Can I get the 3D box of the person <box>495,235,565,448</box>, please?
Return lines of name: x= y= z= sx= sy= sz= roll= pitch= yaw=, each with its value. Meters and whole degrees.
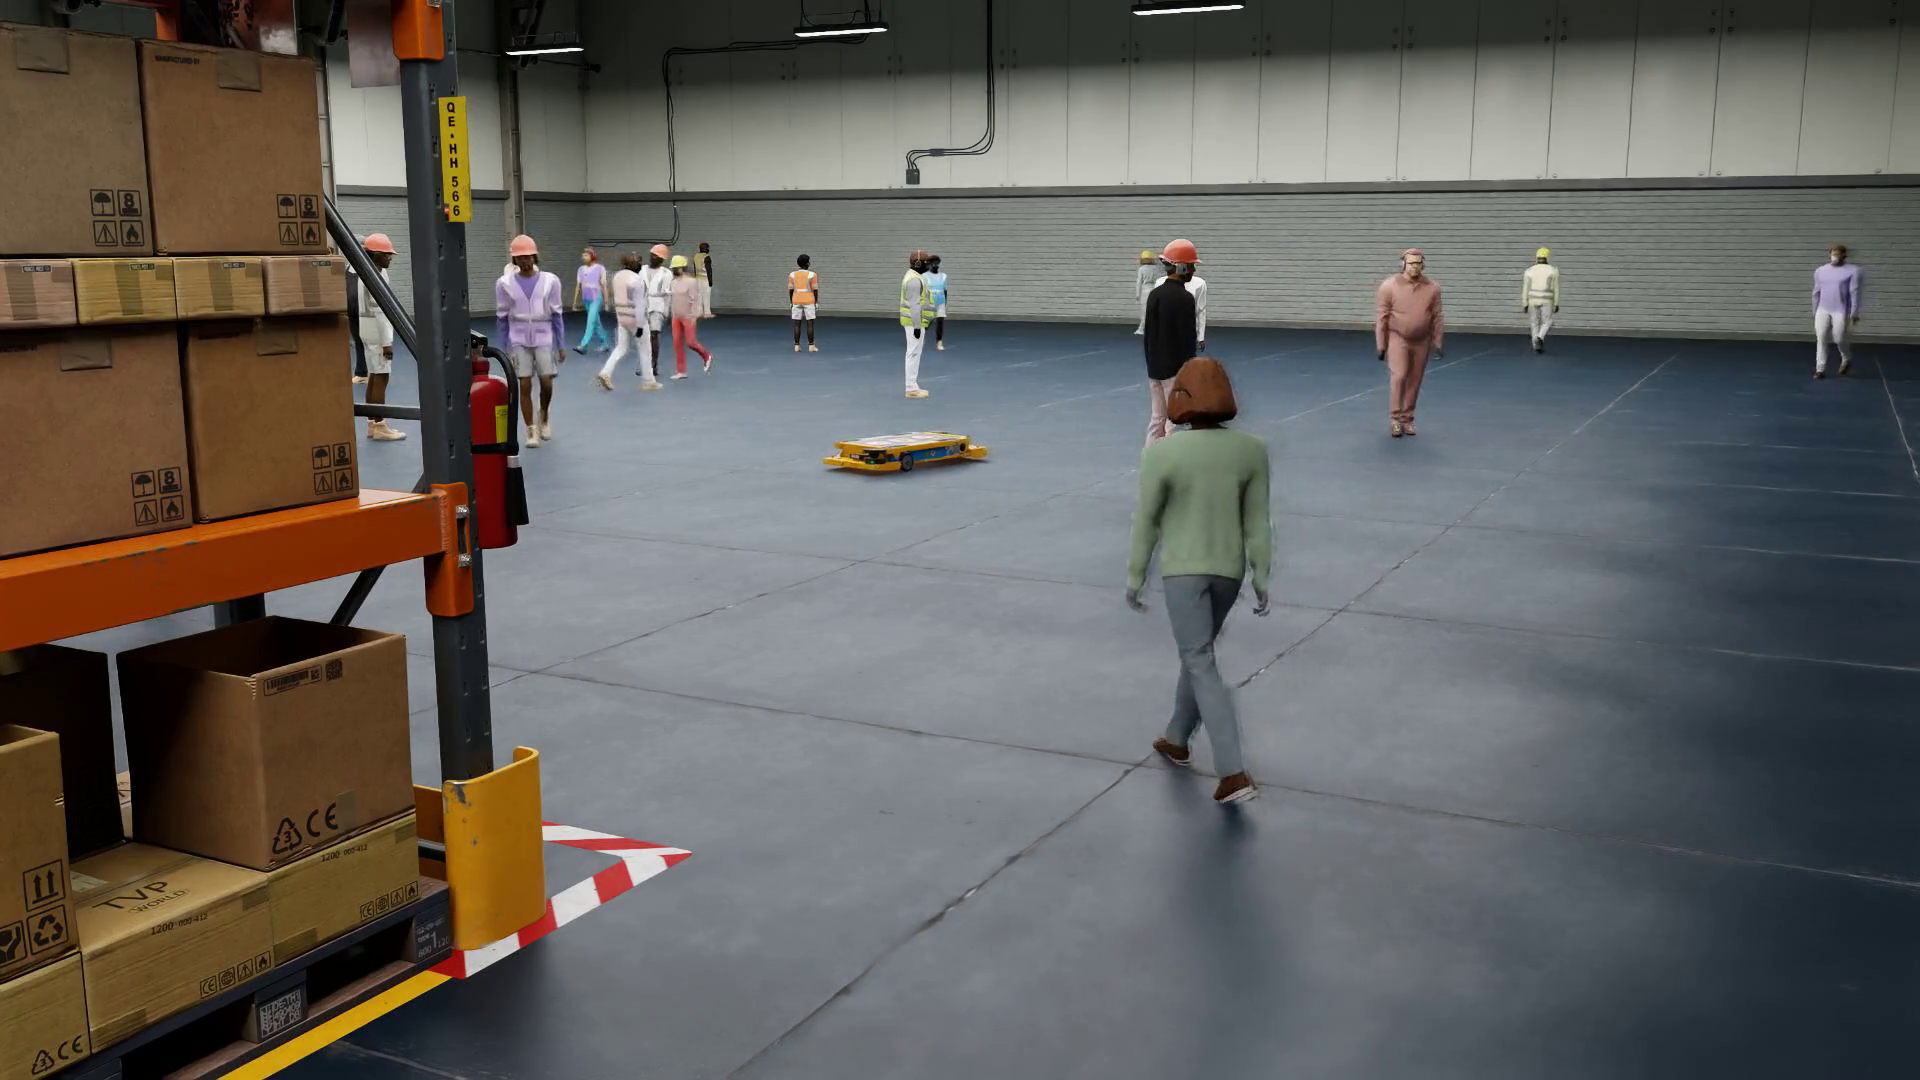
person: x=-4.096 y=-1.885 z=15.864 sx=0.629 sy=2.023 sz=0.451 roll=-2 pitch=11 yaw=-12

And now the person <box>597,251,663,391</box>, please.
person: x=-4.313 y=-2.845 z=21.672 sx=0.621 sy=1.820 sz=0.841 roll=9 pitch=14 yaw=41

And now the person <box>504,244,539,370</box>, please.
person: x=-6.621 y=-3.507 z=25.034 sx=0.652 sy=1.906 sz=0.403 roll=5 pitch=11 yaw=24

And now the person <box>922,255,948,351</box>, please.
person: x=-0.477 y=-4.181 z=29.334 sx=0.537 sy=1.685 sz=0.567 roll=-5 pitch=11 yaw=-24

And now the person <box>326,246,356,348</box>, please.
person: x=-11.224 y=-4.309 z=29.645 sx=0.888 sy=1.830 sz=0.551 roll=-10 pitch=14 yaw=-43

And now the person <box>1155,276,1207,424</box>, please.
person: x=2.363 y=-2.187 z=17.903 sx=0.575 sy=1.883 sz=0.355 roll=-1 pitch=10 yaw=-5

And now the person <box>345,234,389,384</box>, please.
person: x=-8.071 y=-3.108 z=22.492 sx=0.683 sy=2.000 sz=0.536 roll=6 pitch=12 yaw=29

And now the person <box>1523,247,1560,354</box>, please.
person: x=9.859 y=-4.052 z=28.231 sx=0.611 sy=1.821 sz=0.490 roll=8 pitch=13 yaw=36

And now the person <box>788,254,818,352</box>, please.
person: x=-2.702 y=-4.093 z=28.802 sx=0.540 sy=1.695 sz=0.317 roll=2 pitch=11 yaw=13

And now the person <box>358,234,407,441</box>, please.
person: x=-5.720 y=-1.996 z=16.451 sx=0.406 sy=2.035 sz=0.608 roll=-6 pitch=12 yaw=-30

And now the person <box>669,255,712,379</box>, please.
person: x=-3.856 y=-3.157 z=23.582 sx=0.522 sy=1.746 sz=0.595 roll=7 pitch=13 yaw=34

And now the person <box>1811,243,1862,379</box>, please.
person: x=12.397 y=-3.234 z=23.527 sx=0.779 sy=1.918 sz=0.633 roll=-9 pitch=14 yaw=-40

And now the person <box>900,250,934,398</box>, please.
person: x=-0.535 y=-2.697 z=20.832 sx=0.430 sy=1.836 sz=0.627 roll=0 pitch=10 yaw=-2

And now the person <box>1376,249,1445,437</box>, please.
person: x=4.553 y=-1.964 z=16.696 sx=0.648 sy=1.885 sz=0.727 roll=-1 pitch=10 yaw=-5

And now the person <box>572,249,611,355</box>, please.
person: x=-6.326 y=-4.063 z=28.378 sx=0.592 sy=1.788 sz=0.987 roll=6 pitch=12 yaw=31

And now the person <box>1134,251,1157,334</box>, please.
person: x=3.836 y=-5.029 z=33.864 sx=0.494 sy=1.717 sz=0.805 roll=-8 pitch=13 yaw=-37

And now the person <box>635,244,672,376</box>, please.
person: x=-4.461 y=-3.303 z=23.981 sx=0.608 sy=1.887 sz=0.421 roll=1 pitch=10 yaw=6

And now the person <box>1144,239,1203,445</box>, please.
person: x=1.609 y=-1.248 z=12.472 sx=0.396 sy=1.992 sz=0.623 roll=-4 pitch=11 yaw=-22

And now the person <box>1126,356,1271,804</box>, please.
person: x=0.892 y=0.133 z=6.059 sx=0.507 sy=1.593 sz=0.852 roll=-3 pitch=11 yaw=-18

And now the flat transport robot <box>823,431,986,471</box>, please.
flat transport robot: x=-0.477 y=-0.798 z=14.723 sx=0.652 sy=0.197 sz=1.431 roll=9 pitch=14 yaw=41

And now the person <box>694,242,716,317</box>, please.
person: x=-6.299 y=-6.419 z=41.093 sx=0.429 sy=1.840 sz=0.636 roll=-9 pitch=14 yaw=-40
